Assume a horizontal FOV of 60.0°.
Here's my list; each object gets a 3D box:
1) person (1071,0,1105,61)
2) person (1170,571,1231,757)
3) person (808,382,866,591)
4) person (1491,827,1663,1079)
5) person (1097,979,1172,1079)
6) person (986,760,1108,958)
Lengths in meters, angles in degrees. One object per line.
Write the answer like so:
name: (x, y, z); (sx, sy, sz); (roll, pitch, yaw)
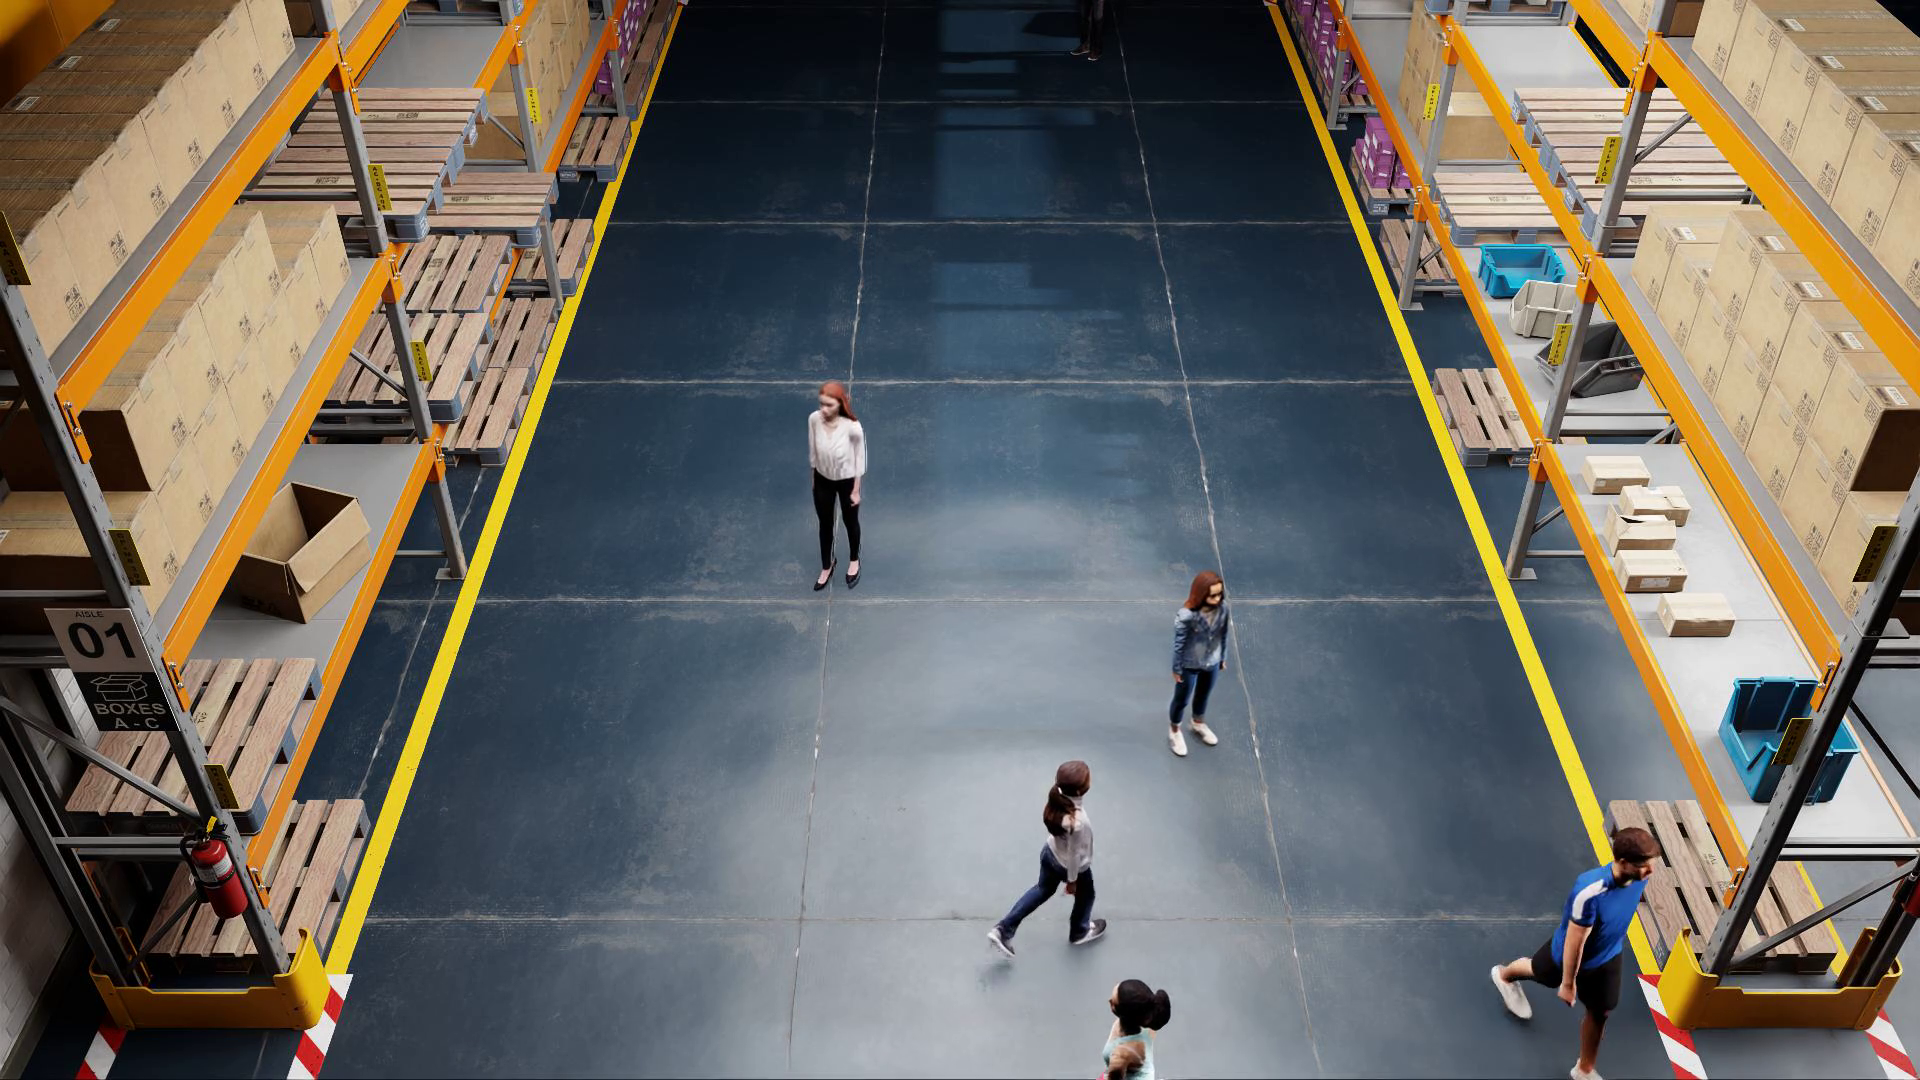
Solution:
person: (1.619, -6.710, 20.105); (0.753, 1.769, 0.705); (5, 39, 6)
person: (1.564, 0.788, 10.950); (0.625, 1.477, 0.612); (-15, 41, -18)
person: (-0.893, -0.414, 12.228); (0.706, 1.760, 0.752); (13, 40, 15)
person: (3.306, 2.140, 8.987); (1.050, 1.813, 1.349); (-16, 41, -19)
person: (0.909, 2.801, 8.240); (0.983, 1.713, 1.259); (14, 41, 16)
person: (0.528, 1.871, 9.551); (0.858, 1.530, 0.997); (-17, 42, -20)
